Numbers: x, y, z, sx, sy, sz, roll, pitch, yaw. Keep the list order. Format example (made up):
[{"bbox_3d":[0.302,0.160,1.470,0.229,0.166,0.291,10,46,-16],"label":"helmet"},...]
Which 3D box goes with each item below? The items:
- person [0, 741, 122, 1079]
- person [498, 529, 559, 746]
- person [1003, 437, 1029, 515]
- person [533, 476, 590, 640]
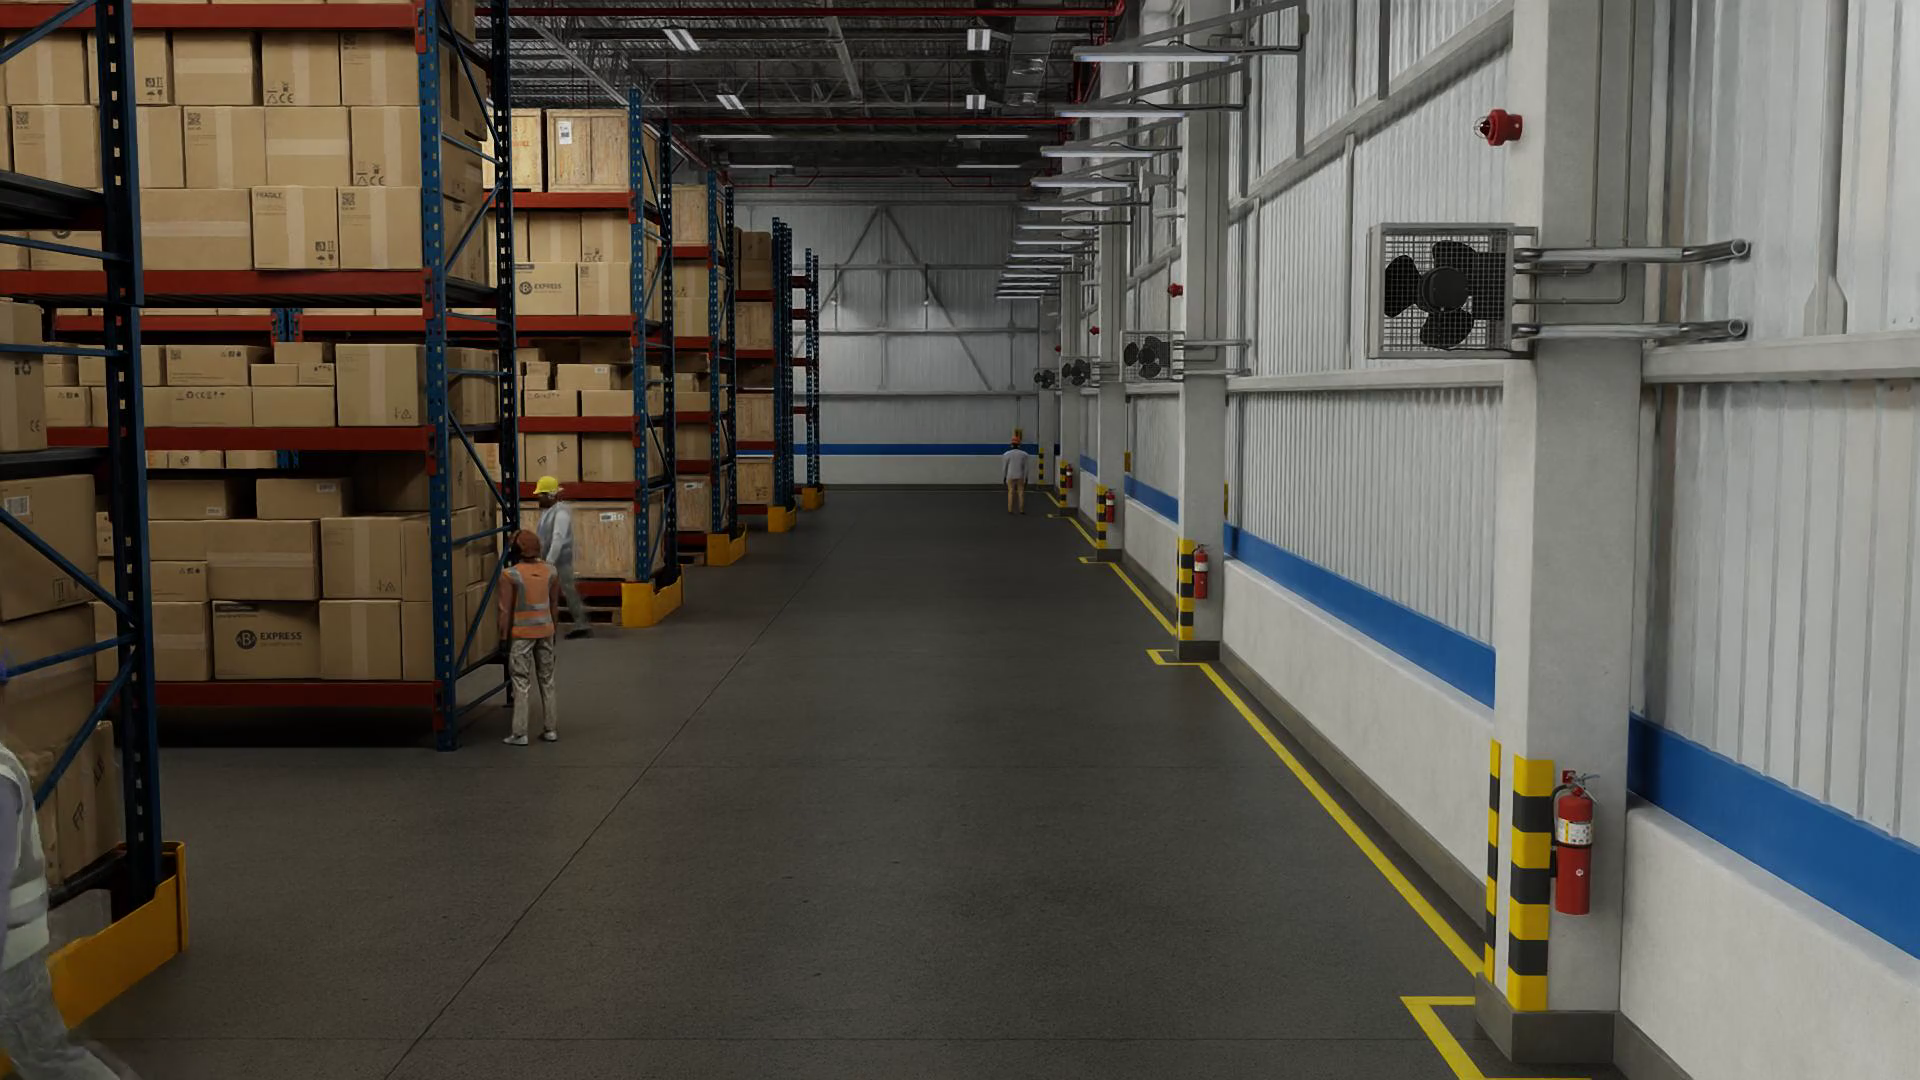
[{"bbox_3d":[-2.945,1.240,5.169,0.956,1.899,0.646,-4,6,-41],"label":"person"},{"bbox_3d":[-3.240,0.735,12.547,0.313,1.631,0.525,4,7,41],"label":"person"},{"bbox_3d":[1.239,-1.418,36.934,0.565,1.748,0.339,0,5,3],"label":"person"},{"bbox_3d":[-4.388,0.211,17.805,0.909,1.781,0.592,-4,6,-38],"label":"person"}]
